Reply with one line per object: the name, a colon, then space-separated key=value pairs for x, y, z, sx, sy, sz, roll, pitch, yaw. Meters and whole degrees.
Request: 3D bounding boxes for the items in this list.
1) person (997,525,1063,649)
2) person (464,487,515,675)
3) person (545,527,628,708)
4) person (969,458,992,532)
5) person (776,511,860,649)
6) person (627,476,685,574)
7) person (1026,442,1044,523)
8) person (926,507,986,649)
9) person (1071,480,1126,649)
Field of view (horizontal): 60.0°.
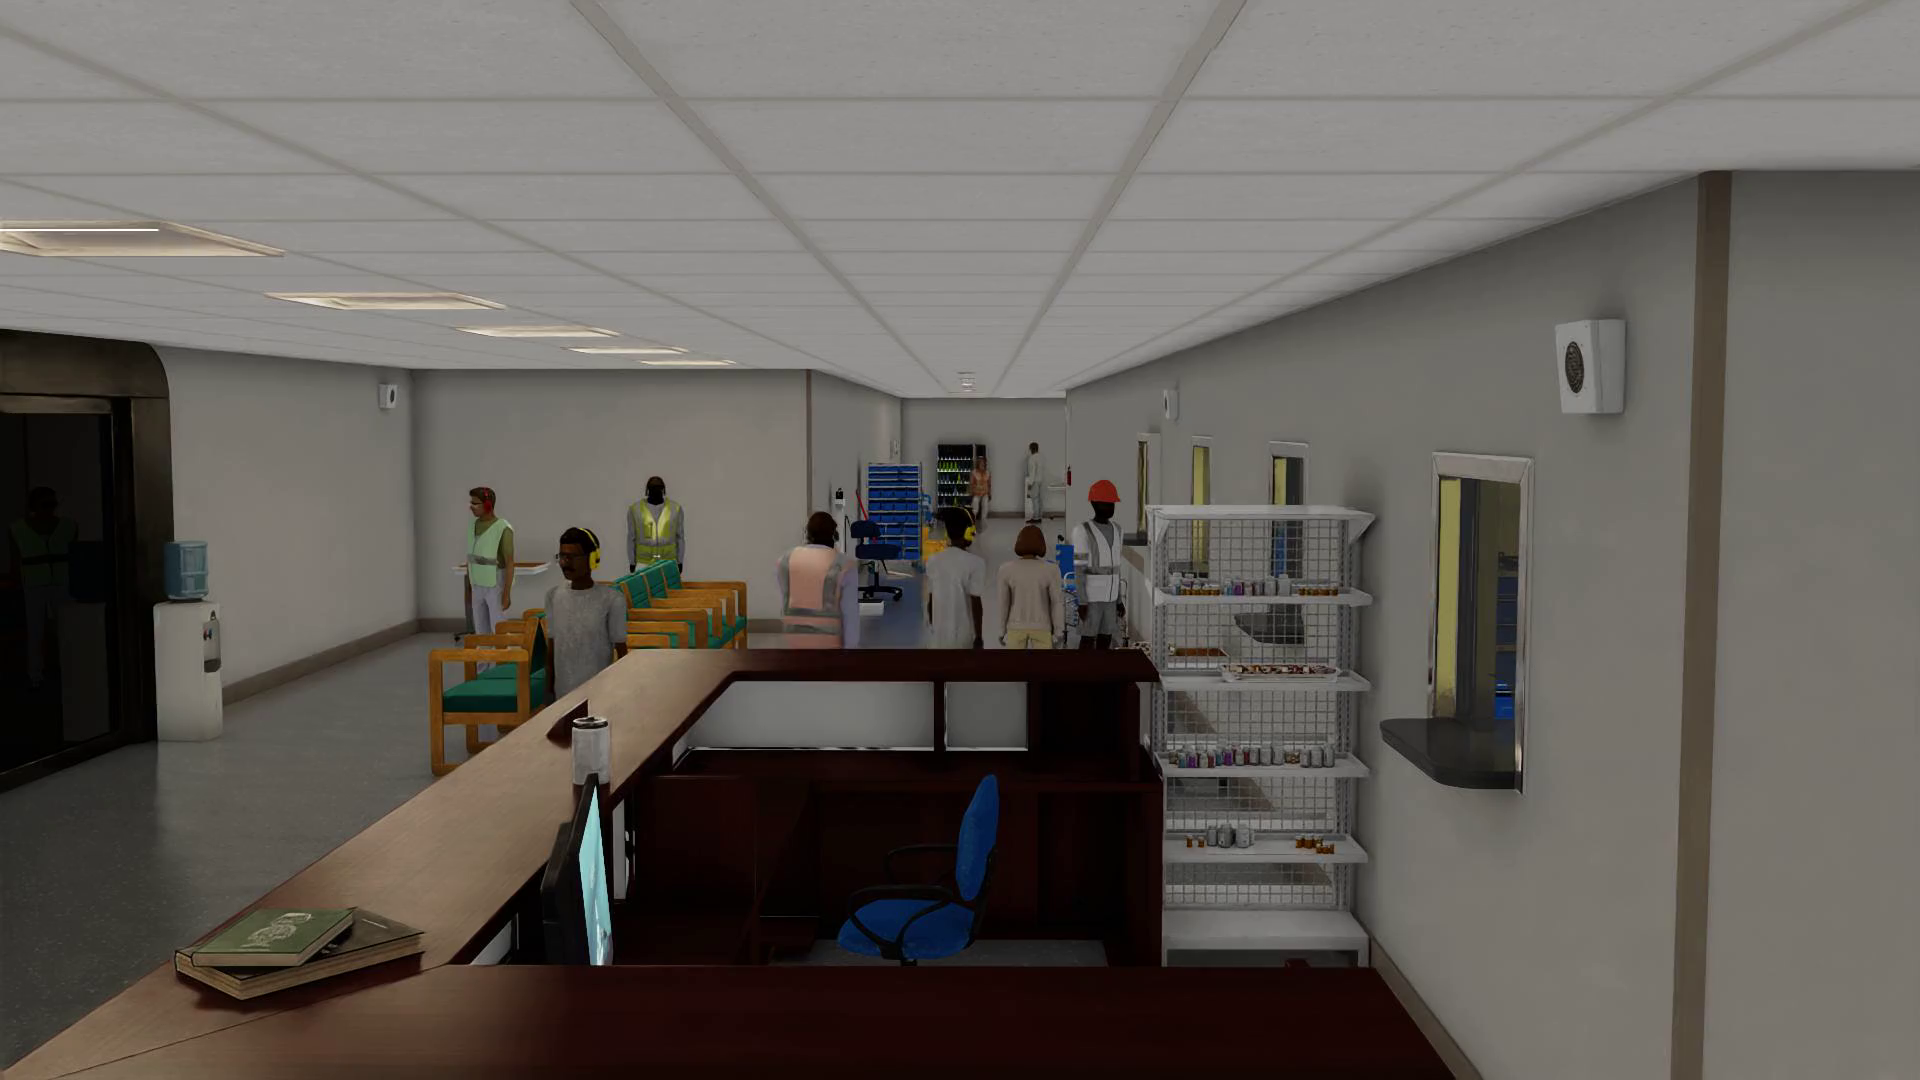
person: x=0.535 y=0.701 z=12.664 sx=0.507 sy=1.631 sz=0.275 roll=1 pitch=4 yaw=13
person: x=-4.195 y=0.443 z=14.860 sx=0.564 sy=1.839 sz=0.395 roll=3 pitch=5 yaw=36
person: x=-1.984 y=0.862 z=8.773 sx=0.513 sy=1.872 sz=0.331 roll=1 pitch=4 yaw=20
person: x=0.411 y=-0.971 z=36.223 sx=0.526 sy=1.625 sz=0.552 roll=-2 pitch=5 yaw=-26
person: x=-0.941 y=0.712 z=11.231 sx=0.630 sy=1.814 sz=0.534 roll=2 pitch=4 yaw=25
person: x=-3.296 y=0.222 z=18.047 sx=0.622 sy=1.835 sz=0.431 roll=-1 pitch=4 yaw=-14
person: x=1.776 y=-1.356 z=39.430 sx=0.373 sy=1.938 sz=0.630 roll=2 pitch=4 yaw=24
person: x=0.045 y=0.695 z=11.358 sx=0.550 sy=1.830 sz=0.900 roll=3 pitch=5 yaw=34
person: x=1.174 y=0.468 z=13.818 sx=0.543 sy=1.939 sz=0.370 roll=-4 pitch=5 yaw=-41
